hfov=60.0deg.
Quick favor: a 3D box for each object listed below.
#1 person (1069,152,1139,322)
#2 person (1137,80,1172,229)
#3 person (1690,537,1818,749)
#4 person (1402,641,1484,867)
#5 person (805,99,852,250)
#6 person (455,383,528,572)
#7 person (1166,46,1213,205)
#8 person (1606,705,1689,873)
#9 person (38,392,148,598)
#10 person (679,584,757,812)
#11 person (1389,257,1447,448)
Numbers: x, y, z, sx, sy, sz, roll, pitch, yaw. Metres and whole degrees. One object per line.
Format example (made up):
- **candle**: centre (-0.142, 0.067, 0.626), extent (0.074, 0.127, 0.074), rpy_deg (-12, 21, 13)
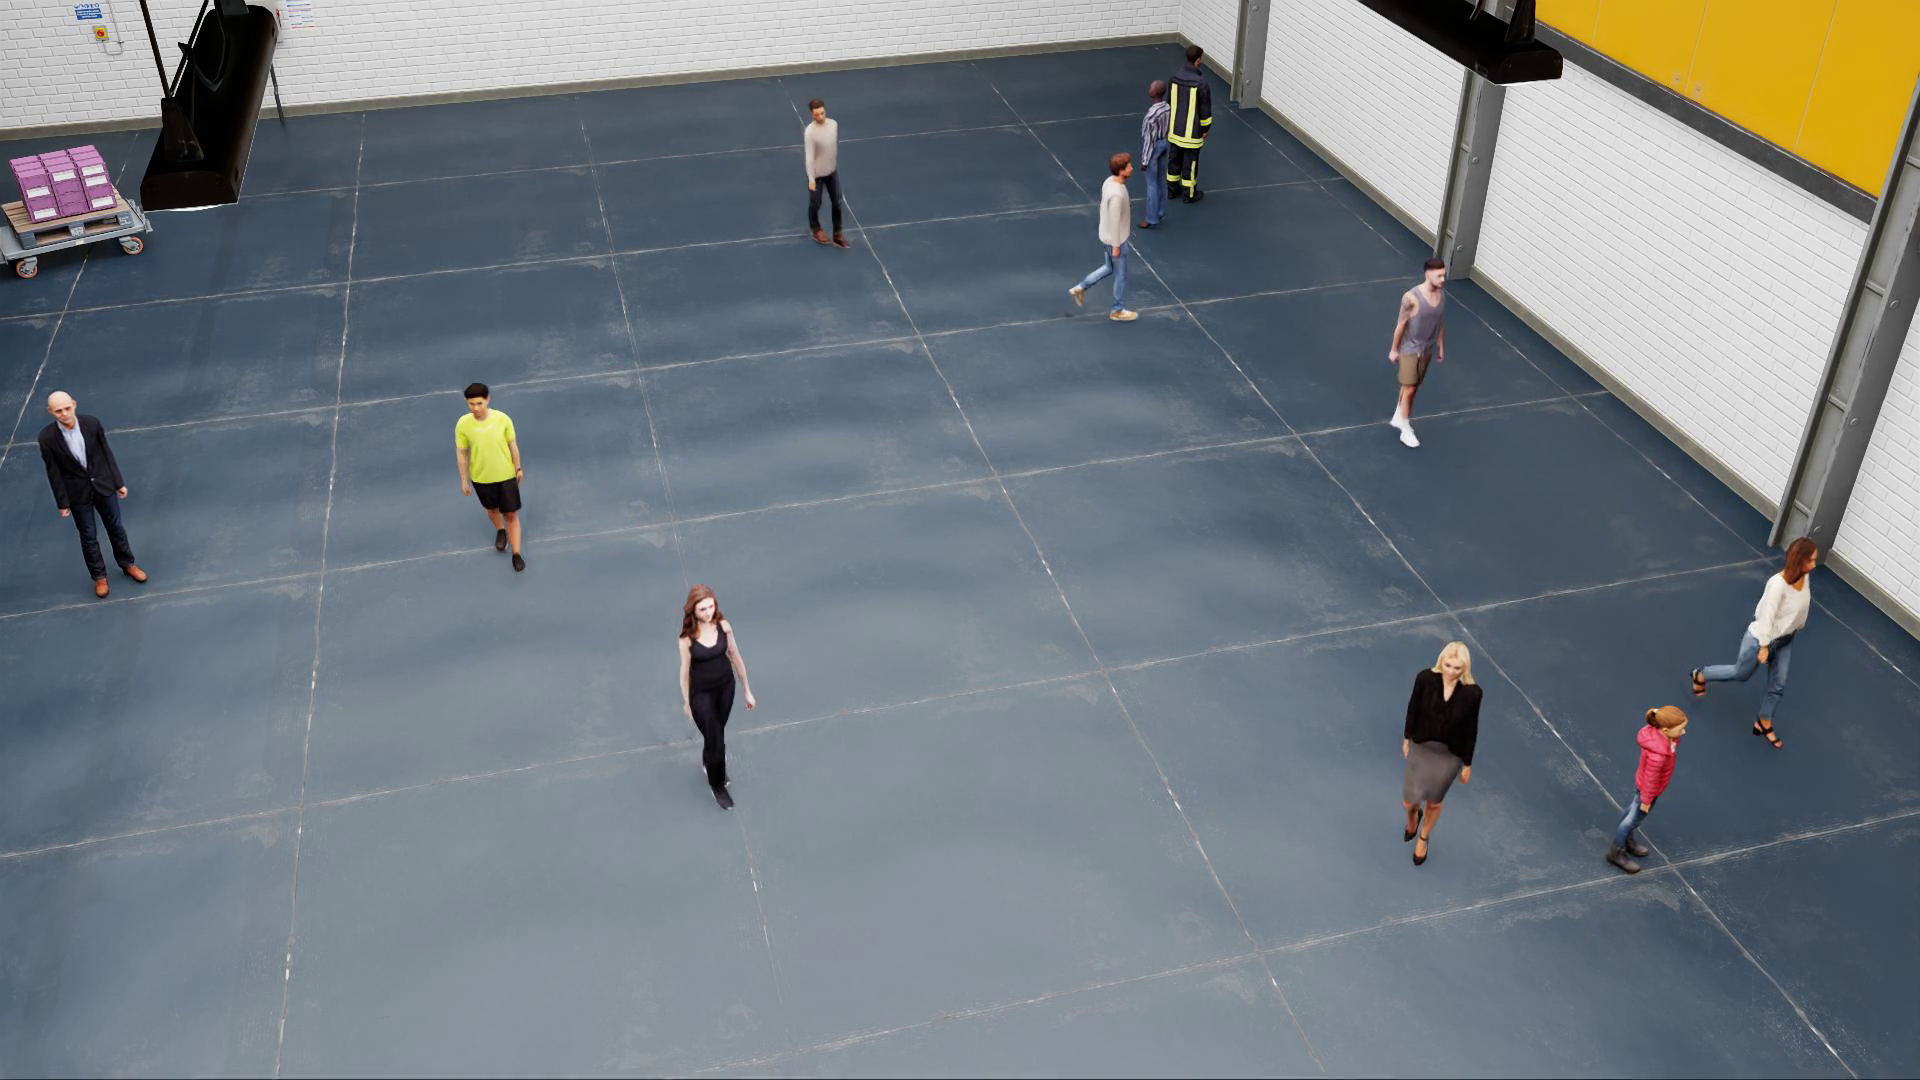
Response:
- **person**: centre (1.557, -3.195, 17.613), extent (0.854, 1.884, 0.982), rpy_deg (-2, 34, -3)
- **person**: centre (2.330, -4.590, 19.794), extent (0.749, 1.795, 0.697), rpy_deg (19, 38, 27)
- **person**: centre (5.761, 0.672, 12.007), extent (0.788, 1.650, 1.099), rpy_deg (-18, 37, -25)
- **person**: centre (3.115, 1.357, 10.814), extent (0.772, 1.830, 0.825), rpy_deg (13, 36, 19)
- **person**: centre (-1.616, -4.269, 19.292), extent (0.968, 1.816, 0.850), rpy_deg (28, 43, 35)
- **person**: centre (-3.911, -0.605, 13.911), extent (0.674, 1.670, 1.010), rpy_deg (-7, 34, -10)
- **person**: centre (2.794, -5.119, 20.474), extent (0.840, 1.923, 0.955), rpy_deg (26, 41, 33)
- **person**: centre (4.503, 1.601, 10.913), extent (0.646, 1.314, 0.584), rpy_deg (17, 37, 24)
- **person**: centre (-7.067, -0.411, 13.503), extent (0.761, 1.799, 0.733), rpy_deg (-26, 42, -34)
- **person**: centre (-1.758, 0.988, 11.459), extent (0.759, 1.730, 0.857), rpy_deg (-26, 41, -33)
- **person**: centre (4.258, -1.852, 15.682), extent (0.736, 1.828, 0.859), rpy_deg (-15, 36, -21)
